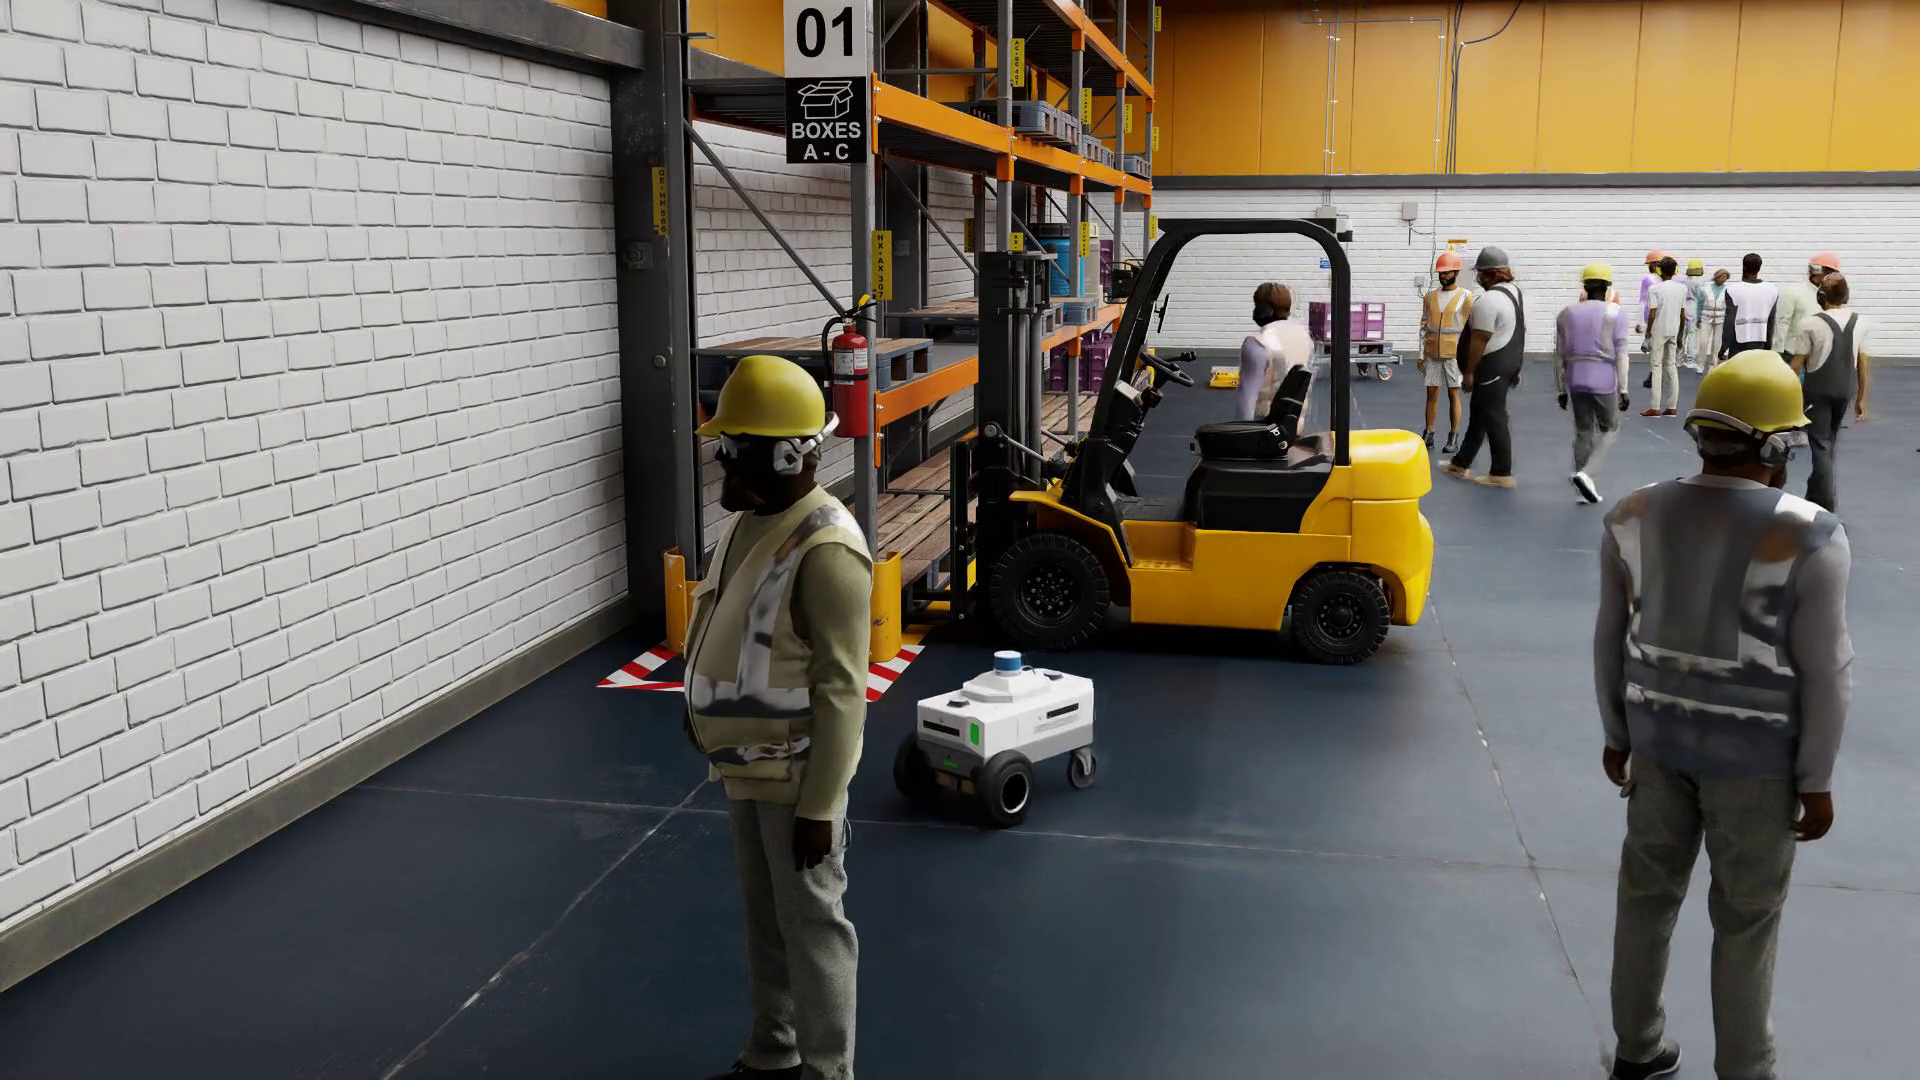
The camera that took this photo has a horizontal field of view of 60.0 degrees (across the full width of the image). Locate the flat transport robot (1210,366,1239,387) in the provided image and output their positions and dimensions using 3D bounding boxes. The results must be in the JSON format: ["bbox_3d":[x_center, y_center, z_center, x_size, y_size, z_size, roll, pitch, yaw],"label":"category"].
[{"bbox_3d":[3.883,-2.318,23.508,0.652,0.197,1.431,2,11,10],"label":"flat transport robot"}]

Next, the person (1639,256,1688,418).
[{"bbox_3d":[8.172,-2.352,19.329,0.521,1.863,0.319,-2,11,-12],"label":"person"}]

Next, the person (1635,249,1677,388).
[{"bbox_3d":[9.620,-3.067,23.114,0.576,1.907,0.653,-4,11,-19],"label":"person"}]

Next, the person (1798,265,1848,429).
[{"bbox_3d":[9.437,-2.160,18.401,0.586,1.815,0.816,-5,12,-27],"label":"person"}]

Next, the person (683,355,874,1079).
[{"bbox_3d":[-0.418,0.499,3.779,0.404,1.833,0.588,-6,12,-28],"label":"person"}]

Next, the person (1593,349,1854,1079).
[{"bbox_3d":[1.788,0.472,3.925,0.404,1.834,0.592,-7,13,-35],"label":"person"}]

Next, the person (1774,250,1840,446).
[{"bbox_3d":[8.363,-1.885,16.514,0.680,1.954,0.536,-2,11,-13],"label":"person"}]

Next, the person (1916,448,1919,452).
[{"bbox_3d":[9.579,-1.775,16.059,0.642,1.905,0.399,-4,11,-22],"label":"person"}]

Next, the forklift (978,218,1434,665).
[{"bbox_3d":[1.285,-0.567,8.635,2.313,2.155,1.214,2,11,11],"label":"forklift"}]

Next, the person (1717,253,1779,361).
[{"bbox_3d":[8.434,-2.101,17.802,0.597,1.916,0.372,-1,10,-7],"label":"person"}]

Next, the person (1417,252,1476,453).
[{"bbox_3d":[4.710,-1.815,16.180,0.544,1.939,0.354,8,13,38],"label":"person"}]

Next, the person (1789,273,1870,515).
[{"bbox_3d":[6.362,-1.058,12.348,0.535,1.811,0.829,0,10,-2],"label":"person"}]

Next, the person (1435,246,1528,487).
[{"bbox_3d":[4.379,-1.487,14.096,0.866,2.000,0.703,8,13,39],"label":"person"}]

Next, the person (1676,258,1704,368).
[{"bbox_3d":[11.763,-3.641,26.715,0.290,1.746,0.487,-3,11,-18],"label":"person"}]

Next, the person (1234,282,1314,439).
[{"bbox_3d":[1.985,-0.694,10.386,0.794,1.820,0.630,10,14,43],"label":"person"}]

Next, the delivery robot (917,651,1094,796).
[{"bbox_3d":[0.176,0.655,6.174,0.477,0.478,0.707,10,14,43],"label":"delivery robot"}]

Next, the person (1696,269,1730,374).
[{"bbox_3d":[11.456,-3.304,25.230,0.531,1.605,0.506,5,11,25],"label":"person"}]

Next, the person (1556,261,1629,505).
[{"bbox_3d":[4.919,-1.212,12.960,0.497,1.901,0.623,-10,14,-43],"label":"person"}]

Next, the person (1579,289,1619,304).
[{"bbox_3d":[8.927,-2.955,23.237,0.586,1.626,0.915,2,11,11],"label":"person"}]
